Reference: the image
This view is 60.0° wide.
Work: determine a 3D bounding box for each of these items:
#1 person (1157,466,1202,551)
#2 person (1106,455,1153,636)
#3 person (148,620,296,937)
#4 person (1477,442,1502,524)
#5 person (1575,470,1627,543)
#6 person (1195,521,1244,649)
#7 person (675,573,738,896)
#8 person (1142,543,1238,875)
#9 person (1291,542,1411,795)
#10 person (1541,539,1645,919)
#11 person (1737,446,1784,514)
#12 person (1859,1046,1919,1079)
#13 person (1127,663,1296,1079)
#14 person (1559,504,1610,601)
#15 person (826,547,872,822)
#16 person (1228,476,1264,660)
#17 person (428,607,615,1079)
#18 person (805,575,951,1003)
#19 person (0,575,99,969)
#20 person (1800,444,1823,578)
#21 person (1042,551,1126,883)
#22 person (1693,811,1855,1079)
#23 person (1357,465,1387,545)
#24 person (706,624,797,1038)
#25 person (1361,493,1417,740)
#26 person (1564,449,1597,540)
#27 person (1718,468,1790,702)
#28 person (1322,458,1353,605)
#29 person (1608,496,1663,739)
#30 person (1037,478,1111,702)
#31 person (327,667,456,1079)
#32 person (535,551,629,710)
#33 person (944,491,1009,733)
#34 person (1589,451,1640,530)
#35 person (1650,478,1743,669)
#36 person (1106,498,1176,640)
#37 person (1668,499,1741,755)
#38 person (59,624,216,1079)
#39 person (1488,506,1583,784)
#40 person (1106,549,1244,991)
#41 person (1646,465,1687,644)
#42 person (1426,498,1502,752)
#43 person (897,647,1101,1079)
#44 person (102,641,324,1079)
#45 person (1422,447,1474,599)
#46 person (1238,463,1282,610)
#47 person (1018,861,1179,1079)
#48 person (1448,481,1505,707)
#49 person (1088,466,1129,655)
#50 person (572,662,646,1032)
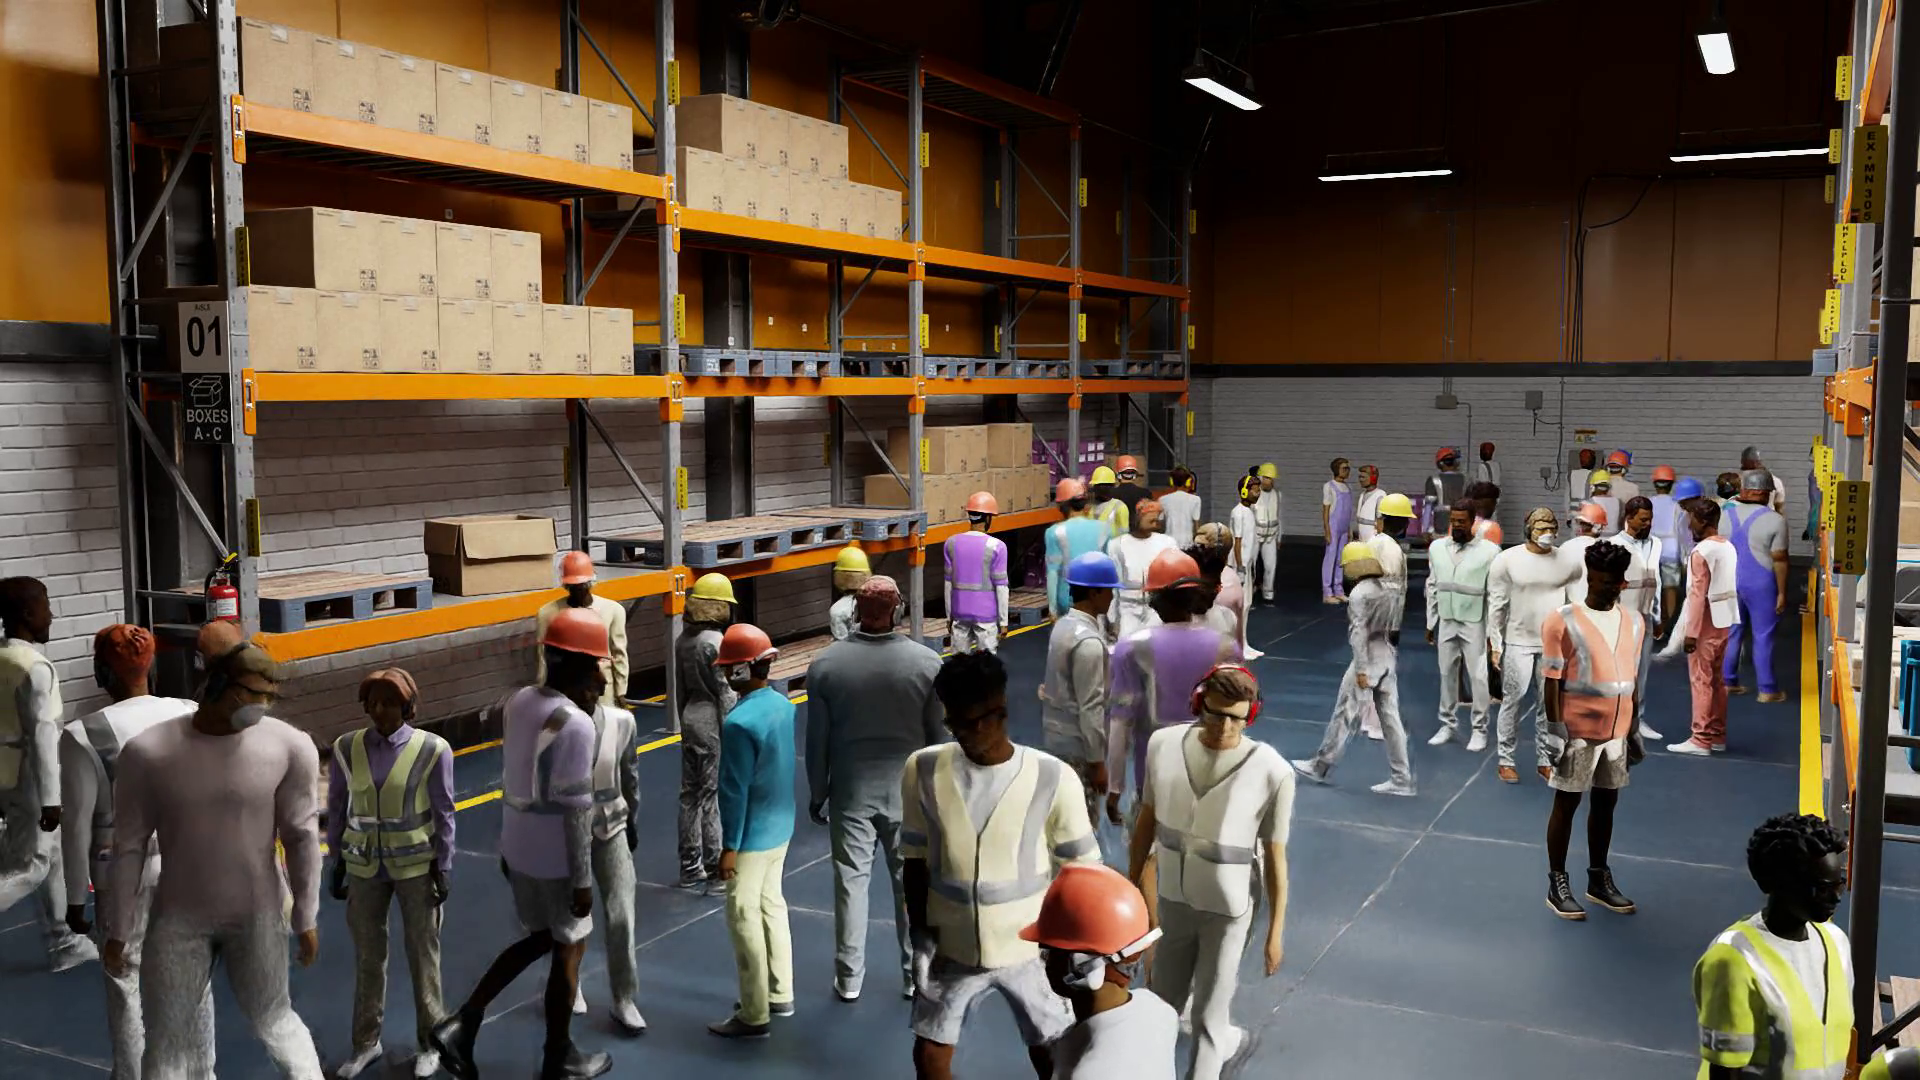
[{"bbox_3d":[2.482,0.096,18.693,0.555,1.838,0.859,1,5,15],"label":"person"},{"bbox_3d":[1.810,0.075,18.110,0.612,1.995,0.393,-2,6,-21],"label":"person"},{"bbox_3d":[-3.622,1.192,8.126,0.725,1.599,0.519,-2,6,-21],"label":"person"},{"bbox_3d":[8.079,-0.553,25.477,0.576,1.881,0.354,-5,7,-44],"label":"person"},{"bbox_3d":[7.062,0.149,18.411,0.608,1.814,0.406,-1,5,-14],"label":"person"},{"bbox_3d":[1.527,0.854,10.032,0.368,1.940,0.632,0,5,5],"label":"person"},{"bbox_3d":[-1.349,1.046,9.048,0.311,1.735,0.483,-5,7,-42],"label":"person"},{"bbox_3d":[1.176,0.964,8.845,0.612,1.939,0.708,-3,6,-33],"label":"person"},{"bbox_3d":[2.700,0.860,11.306,0.885,1.674,0.537,5,7,43],"label":"person"},{"bbox_3d":[3.298,0.972,8.648,0.602,1.960,0.368,-2,6,-19],"label":"person"},{"bbox_3d":[9.875,-0.196,20.782,0.701,2.000,1.042,2,6,19],"label":"person"},{"bbox_3d":[2.082,1.591,3.380,0.540,1.695,0.317,1,5,14],"label":"person"},{"bbox_3d":[0.931,1.299,5.947,0.628,1.808,0.648,4,7,36],"label":"person"},{"bbox_3d":[5.355,0.563,14.162,0.347,1.746,0.572,-3,6,-30],"label":"person"},{"bbox_3d":[-0.669,0.912,10.460,0.323,1.741,0.492,4,7,37],"label":"person"},{"bbox_3d":[2.873,0.277,16.709,0.344,1.856,0.525,2,6,21],"label":"person"},{"bbox_3d":[-1.634,1.211,6.374,0.666,1.903,0.597,-5,7,-42],"label":"person"},{"bbox_3d":[-0.364,1.109,7.463,0.652,1.906,0.403,0,5,-2],"label":"person"},{"bbox_3d":[-4.317,1.106,7.586,0.592,1.896,0.855,5,7,41],"label":"person"},{"bbox_3d":[12.181,-0.403,23.553,0.359,1.938,0.632,1,5,12],"label":"person"},{"bbox_3d":[0.614,1.023,8.228,0.414,1.940,0.611,-1,5,-6],"label":"person"},{"bbox_3d":[2.069,1.518,4.251,0.530,1.692,0.322,-3,6,-27],"label":"person"},{"bbox_3d":[4.798,0.046,19.301,0.387,1.836,0.561,-1,5,-10],"label":"person"},{"bbox_3d":[-0.895,1.225,7.119,0.354,1.737,0.574,2,6,16],"label":"person"},{"bbox_3d":[3.334,0.594,12.944,0.396,1.918,0.588,0,5,1],"label":"person"},{"bbox_3d":[8.563,-0.307,22.819,0.337,1.881,0.584,-3,6,-30],"label":"person"},{"bbox_3d":[6.946,0.384,14.541,0.535,2.000,0.684,-3,6,-32],"label":"person"},{"bbox_3d":[4.763,-0.114,20.944,0.506,1.847,0.346,-5,7,-42],"label":"person"},{"bbox_3d":[5.191,0.606,12.882,0.600,1.909,0.398,-3,6,-30],"label":"person"},{"bbox_3d":[0.926,0.490,13.643,0.624,1.982,1.072,-2,6,-17],"label":"person"},{"bbox_3d":[-2.262,1.317,6.629,0.510,1.642,0.308,0,5,2],"label":"person"},{"bbox_3d":[-2.332,0.930,10.269,0.568,1.741,0.353,-1,5,-8],"label":"person"},{"bbox_3d":[0.141,0.581,13.075,0.548,1.924,0.387,3,6,25],"label":"person"},{"bbox_3d":[7.679,-0.048,19.513,0.410,1.986,0.619,-5,7,-44],"label":"person"},{"bbox_3d":[7.123,0.338,16.096,1.089,1.845,0.624,0,5,4],"label":"person"},{"bbox_3d":[1.460,0.576,13.503,0.584,1.851,0.741,0,5,3],"label":"person"},{"bbox_3d":[5.592,0.649,12.415,0.402,1.909,0.598,5,7,44],"label":"person"},{"bbox_3d":[-3.051,1.243,6.205,0.355,1.876,0.574,3,6,32],"label":"person"},{"bbox_3d":[3.958,0.730,11.453,0.635,1.932,0.363,0,5,2],"label":"person"},{"bbox_3d":[0.971,1.061,7.414,0.651,2.023,0.677,0,5,-4],"label":"person"},{"bbox_3d":[7.441,0.158,17.668,0.538,1.915,0.427,2,6,21],"label":"person"},{"bbox_3d":[3.815,0.633,12.595,0.588,1.910,0.395,5,7,44],"label":"person"},{"bbox_3d":[0.171,1.300,5.364,0.842,1.933,0.410,1,5,14],"label":"person"},{"bbox_3d":[-2.523,1.280,5.663,0.685,1.909,0.541,-1,6,-16],"label":"person"},{"bbox_3d":[6.084,-0.162,20.738,0.725,1.967,1.041,0,5,-2],"label":"person"},{"bbox_3d":[3.673,-0.044,20.358,0.631,1.818,0.427,-2,6,-17],"label":"person"},{"bbox_3d":[0.284,1.548,3.541,0.332,1.753,0.561,2,6,20],"label":"person"},{"bbox_3d":[4.485,0.468,14.239,0.723,1.927,0.650,-2,6,-24],"label":"person"},{"bbox_3d":[1.474,0.211,17.006,0.369,1.928,0.585,-4,7,-37],"label":"person"},{"bbox_3d":[-1.579,1.289,7.091,0.521,1.601,0.733,-3,6,-28],"label":"person"}]
